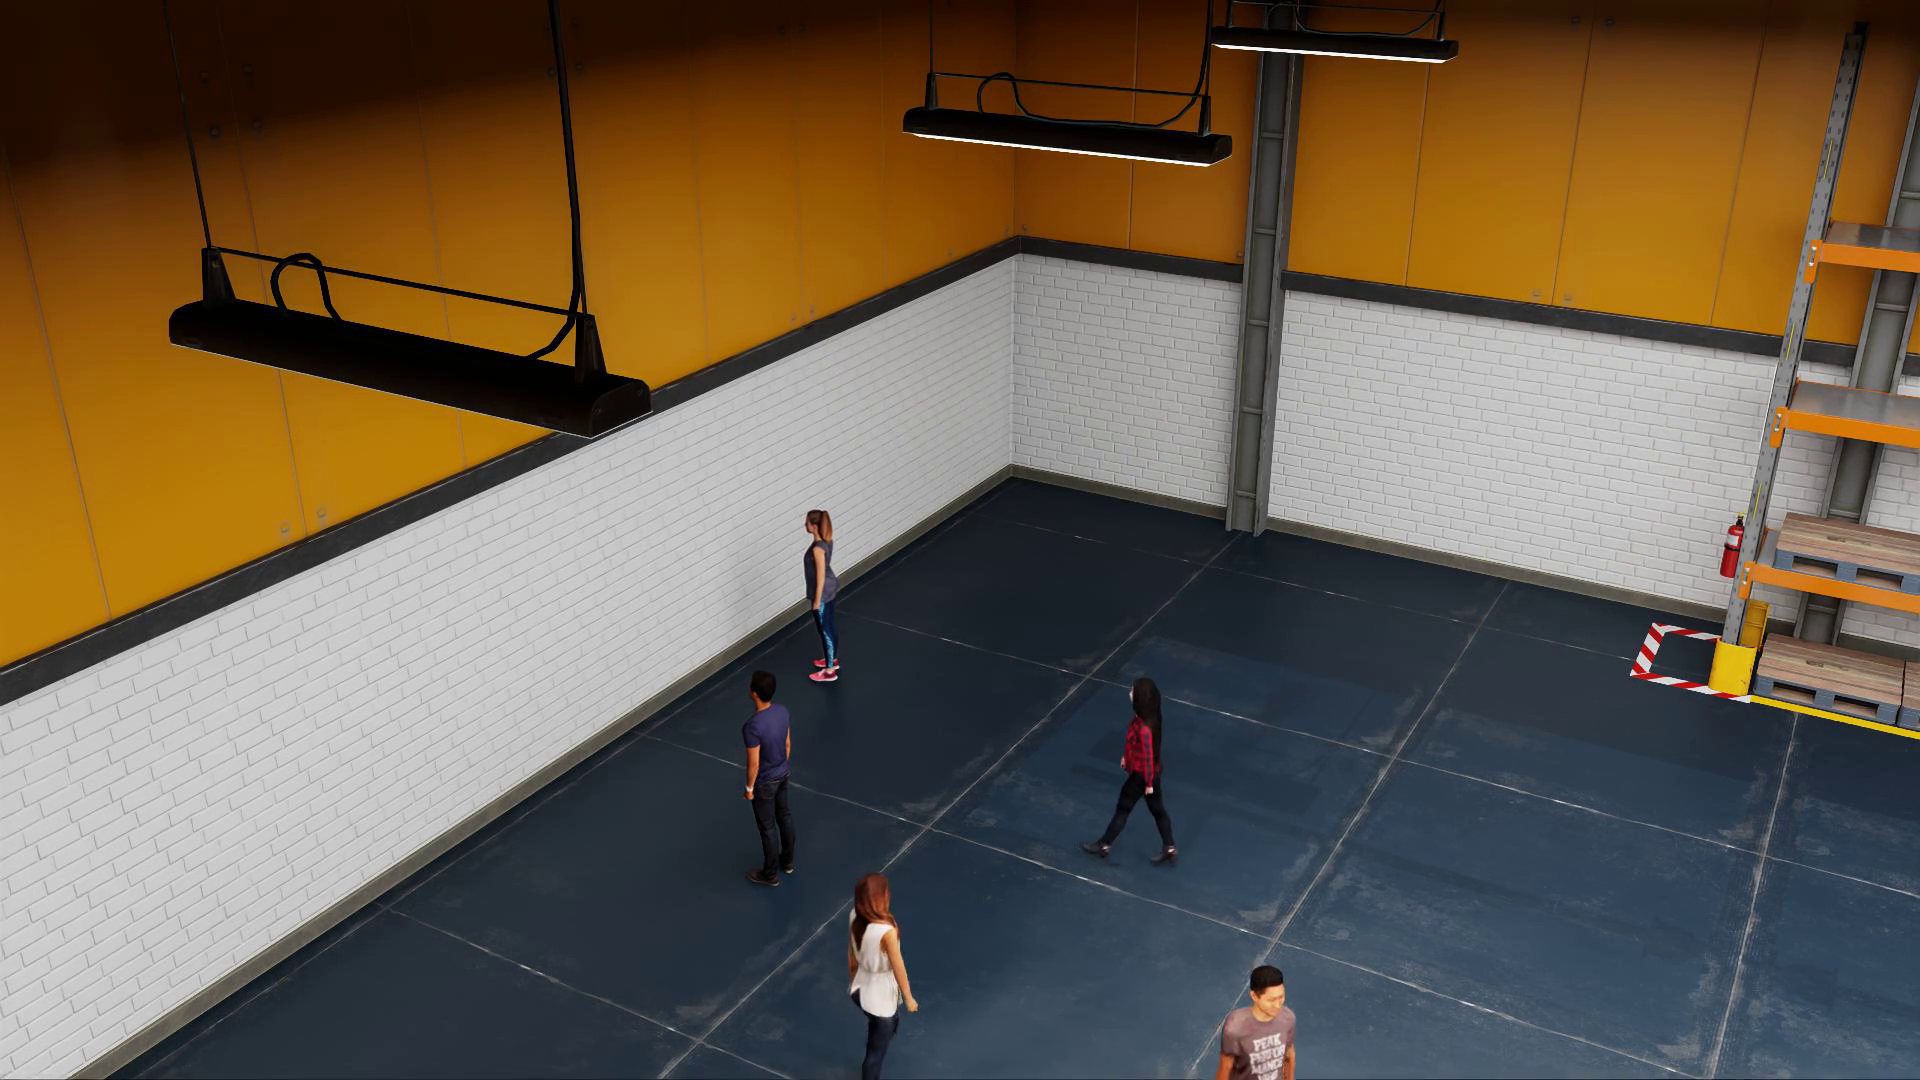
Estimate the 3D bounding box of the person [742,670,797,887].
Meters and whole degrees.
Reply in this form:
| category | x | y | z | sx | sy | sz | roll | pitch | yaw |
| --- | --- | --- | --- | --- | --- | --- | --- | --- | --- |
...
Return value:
| category | x | y | z | sx | sy | sz | roll | pitch | yaw |
| --- | --- | --- | --- | --- | --- | --- | --- | --- | --- |
| person | -1.450 | 1.804 | 12.688 | 0.526 | 1.793 | 0.644 | 14 | 27 | 30 |

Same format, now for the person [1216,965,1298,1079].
| category | x | y | z | sx | sy | sz | roll | pitch | yaw |
| --- | --- | --- | --- | --- | --- | --- | --- | --- | --- |
| person | 1.639 | 3.152 | 9.632 | 0.746 | 1.771 | 0.783 | -10 | 25 | -21 |

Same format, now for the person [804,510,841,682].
| category | x | y | z | sx | sy | sz | roll | pitch | yaw |
| --- | --- | --- | --- | --- | --- | --- | --- | --- | --- |
| person | -1.296 | 0.509 | 15.740 | 0.647 | 1.722 | 0.644 | 3 | 24 | 7 |

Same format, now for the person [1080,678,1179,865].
| category | x | y | z | sx | sy | sz | roll | pitch | yaw |
| --- | --- | --- | --- | --- | --- | --- | --- | --- | --- |
| person | 1.519 | 1.819 | 12.864 | 1.077 | 1.626 | 0.809 | 4 | 24 | 10 |

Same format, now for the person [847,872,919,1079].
| category | x | y | z | sx | sy | sz | roll | pitch | yaw |
| --- | --- | --- | --- | --- | --- | --- | --- | --- | --- |
| person | -0.590 | 2.860 | 10.297 | 0.754 | 1.774 | 0.662 | -14 | 27 | -29 |
